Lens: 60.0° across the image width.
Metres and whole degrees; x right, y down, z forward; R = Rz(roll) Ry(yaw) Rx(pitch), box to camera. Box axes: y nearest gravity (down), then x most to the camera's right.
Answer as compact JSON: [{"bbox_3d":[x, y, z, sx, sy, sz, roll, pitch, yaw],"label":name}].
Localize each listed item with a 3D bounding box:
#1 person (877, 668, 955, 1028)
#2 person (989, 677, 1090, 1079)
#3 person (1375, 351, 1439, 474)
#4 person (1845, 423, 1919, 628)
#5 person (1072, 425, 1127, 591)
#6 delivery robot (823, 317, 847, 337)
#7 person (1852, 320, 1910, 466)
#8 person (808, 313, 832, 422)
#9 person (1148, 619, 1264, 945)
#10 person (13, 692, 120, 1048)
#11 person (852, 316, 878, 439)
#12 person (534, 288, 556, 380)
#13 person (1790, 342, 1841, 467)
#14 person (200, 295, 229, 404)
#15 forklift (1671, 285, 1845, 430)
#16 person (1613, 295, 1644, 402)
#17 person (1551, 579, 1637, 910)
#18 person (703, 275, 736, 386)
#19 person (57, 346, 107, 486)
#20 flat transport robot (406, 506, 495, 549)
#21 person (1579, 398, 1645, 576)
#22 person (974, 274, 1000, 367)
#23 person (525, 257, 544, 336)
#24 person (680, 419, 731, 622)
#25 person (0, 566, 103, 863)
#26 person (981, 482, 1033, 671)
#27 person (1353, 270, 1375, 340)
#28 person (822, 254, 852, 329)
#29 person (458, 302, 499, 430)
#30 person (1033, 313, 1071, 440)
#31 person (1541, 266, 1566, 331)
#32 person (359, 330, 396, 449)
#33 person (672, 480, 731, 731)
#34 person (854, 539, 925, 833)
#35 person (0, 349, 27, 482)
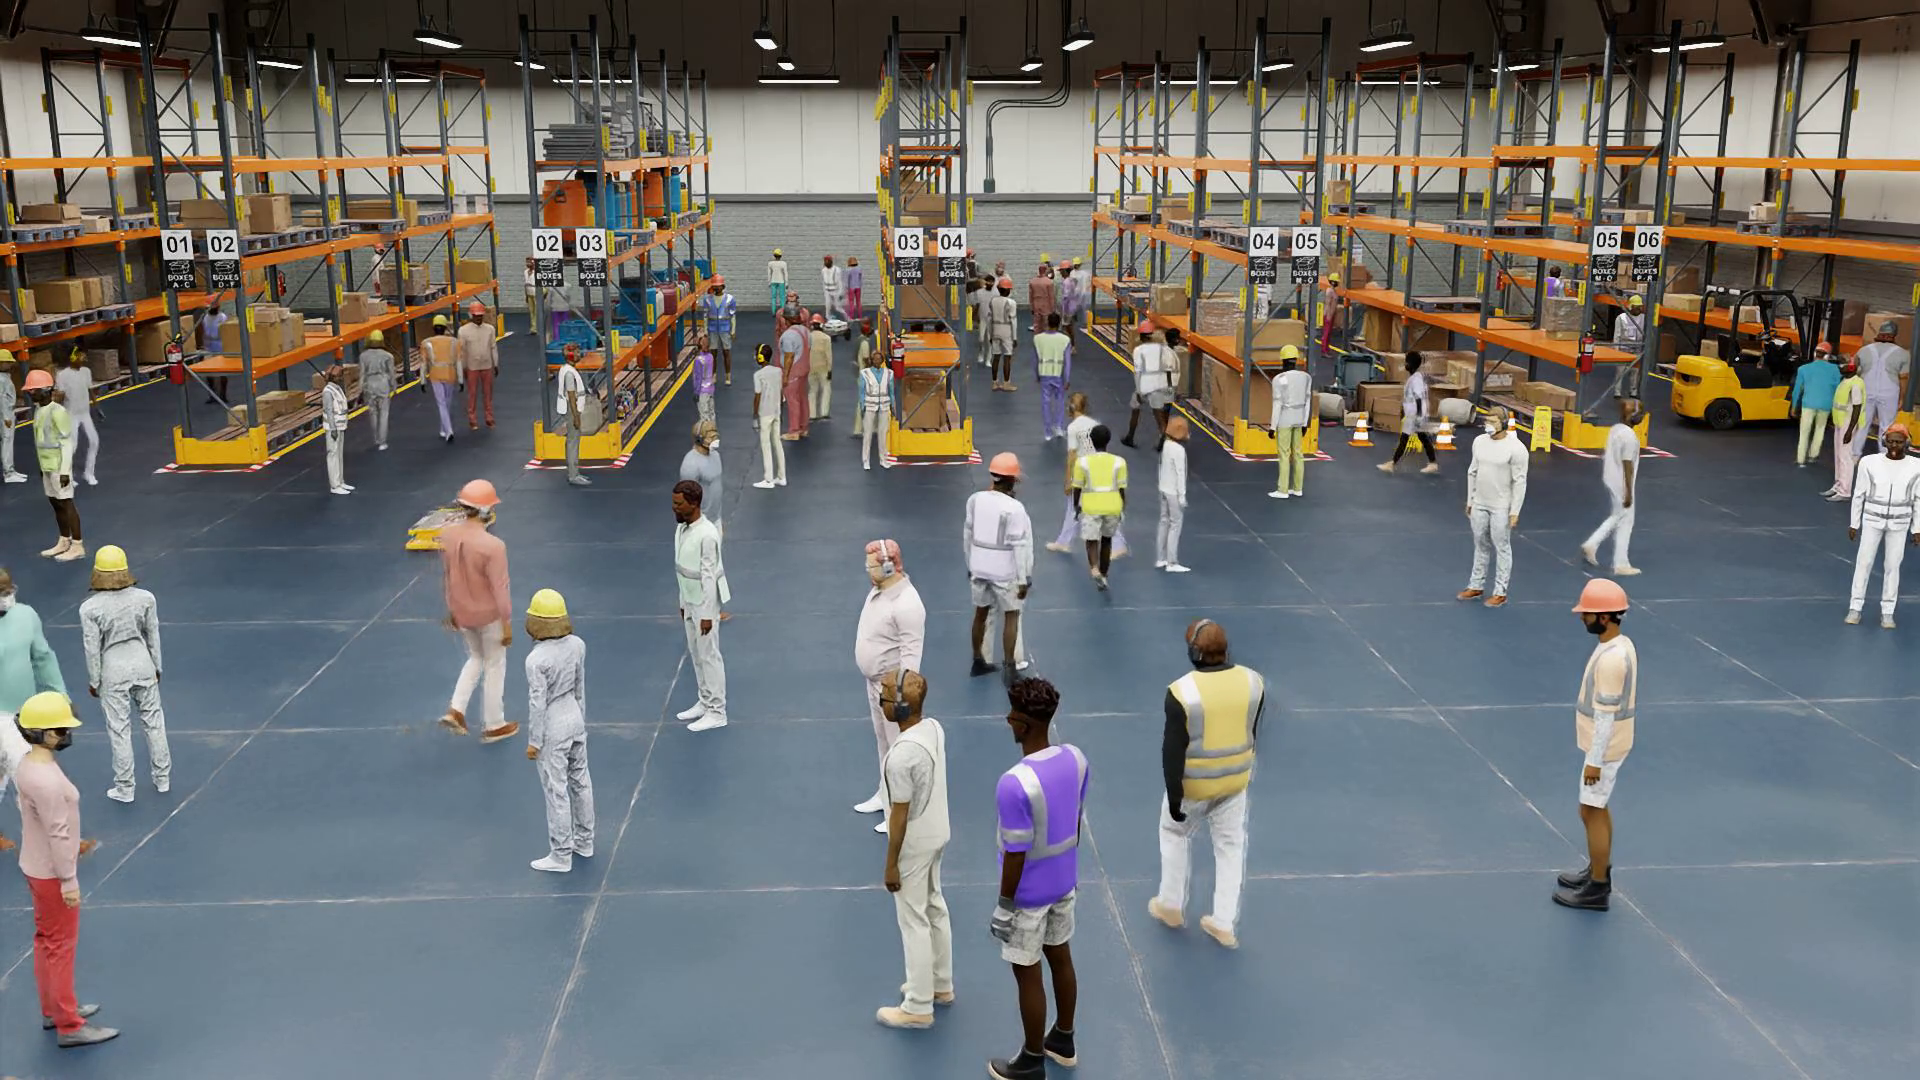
[{"bbox_3d":[-0.229,1.520,8.272,0.343,1.838,0.505,5,14,21],"label":"person"},{"bbox_3d":[0.353,1.583,7.722,0.362,1.963,0.613,10,17,36],"label":"person"},{"bbox_3d":[6.050,-1.691,22.236,0.859,1.650,0.546,3,14,11],"label":"person"},{"bbox_3d":[8.442,-0.133,15.168,0.579,1.882,0.342,7,15,27],"label":"person"},{"bbox_3d":[1.379,-0.280,16.278,0.539,1.666,0.634,-1,13,-3],"label":"person"},{"bbox_3d":[-2.830,-4.806,37.610,0.477,0.478,0.707,5,14,19],"label":"delivery robot"},{"bbox_3d":[12.592,-2.004,22.755,0.686,2.000,0.535,12,18,41],"label":"person"},{"bbox_3d":[-2.287,-2.756,26.631,0.583,1.722,0.516,6,15,25],"label":"person"},{"bbox_3d":[1.332,1.307,9.225,0.638,1.819,0.711,-5,14,-19],"label":"person"},{"bbox_3d":[-4.394,1.593,8.114,0.330,1.765,0.526,-11,17,-38],"label":"person"},{"bbox_3d":[-1.430,-2.451,25.090,0.404,1.844,0.571,-2,13,-7],"label":"person"},{"bbox_3d":[-7.837,-3.887,31.338,0.337,1.761,0.526,0,13,1],"label":"person"},{"bbox_3d":[11.791,-1.875,22.930,0.618,1.700,0.748,5,14,22],"label":"person"},{"bbox_3d":[-12.646,-3.229,28.279,0.552,1.888,0.607,1,13,3],"label":"person"},{"bbox_3d":[12.503,-2.886,26.166,2.313,2.155,1.214,-1,13,-3],"label":"forklift"},{"bbox_3d":[11.557,-3.292,28.648,0.599,1.836,0.404,0,13,-1],"label":"person"},{"bbox_3d":[3.668,1.167,9.590,0.389,1.923,0.549,6,14,23],"label":"person"},{"bbox_3d":[-4.420,-3.849,30.568,0.606,2.044,0.374,0,13,1],"label":"person"},{"bbox_3d":[-11.442,-1.608,21.556,0.576,1.823,0.530,5,14,21],"label":"person"},{"bbox_3d":[-5.717,-0.151,18.699,0.652,0.197,1.431,-1,13,-3],"label":"flat transport robot"},{"bbox_3d":[6.726,-0.546,17.028,0.533,1.829,0.540,-1,13,-3],"label":"person"},{"bbox_3d":[0.540,-4.392,33.270,0.531,1.853,0.437,-2,13,-8],"label":"person"},{"bbox_3d":[-9.882,-5.665,38.683,0.564,1.846,0.390,9,16,35],"label":"person"},{"bbox_3d":[-2.329,-0.147,15.142,0.370,1.932,0.623,3,14,14],"label":"person"},{"bbox_3d":[-5.737,1.060,10.120,1.049,1.879,0.632,3,14,11],"label":"person"},{"bbox_3d":[0.353,0.296,13.874,0.524,1.639,0.308,3,14,14],"label":"person"},{"bbox_3d":[9.285,-5.346,37.877,0.744,1.594,0.513,-6,15,-24],"label":"person"},{"bbox_3d":[-2.956,-5.876,39.567,0.619,1.861,0.797,9,16,34],"label":"person"},{"bbox_3d":[-7.466,-2.706,25.863,0.633,1.987,0.415,-10,16,-36],"label":"person"},{"bbox_3d":[1.399,-2.479,25.108,0.589,1.889,0.749,2,14,10],"label":"person"},{"bbox_3d":[12.687,-4.937,35.612,0.429,1.844,0.627,-9,16,-33],"label":"person"},{"bbox_3d":[-8.504,-2.214,24.362,0.496,1.700,0.832,-1,13,-5],"label":"person"},{"bbox_3d":[-1.952,0.479,12.534,0.391,1.911,0.584,-8,15,-30],"label":"person"},{"bbox_3d":[-0.468,0.921,10.663,0.406,1.899,0.638,-5,14,-21],"label":"person"},{"bbox_3d":[-12.485,-1.634,21.832,0.325,1.740,0.492,-7,15,-26],"label":"person"}]
